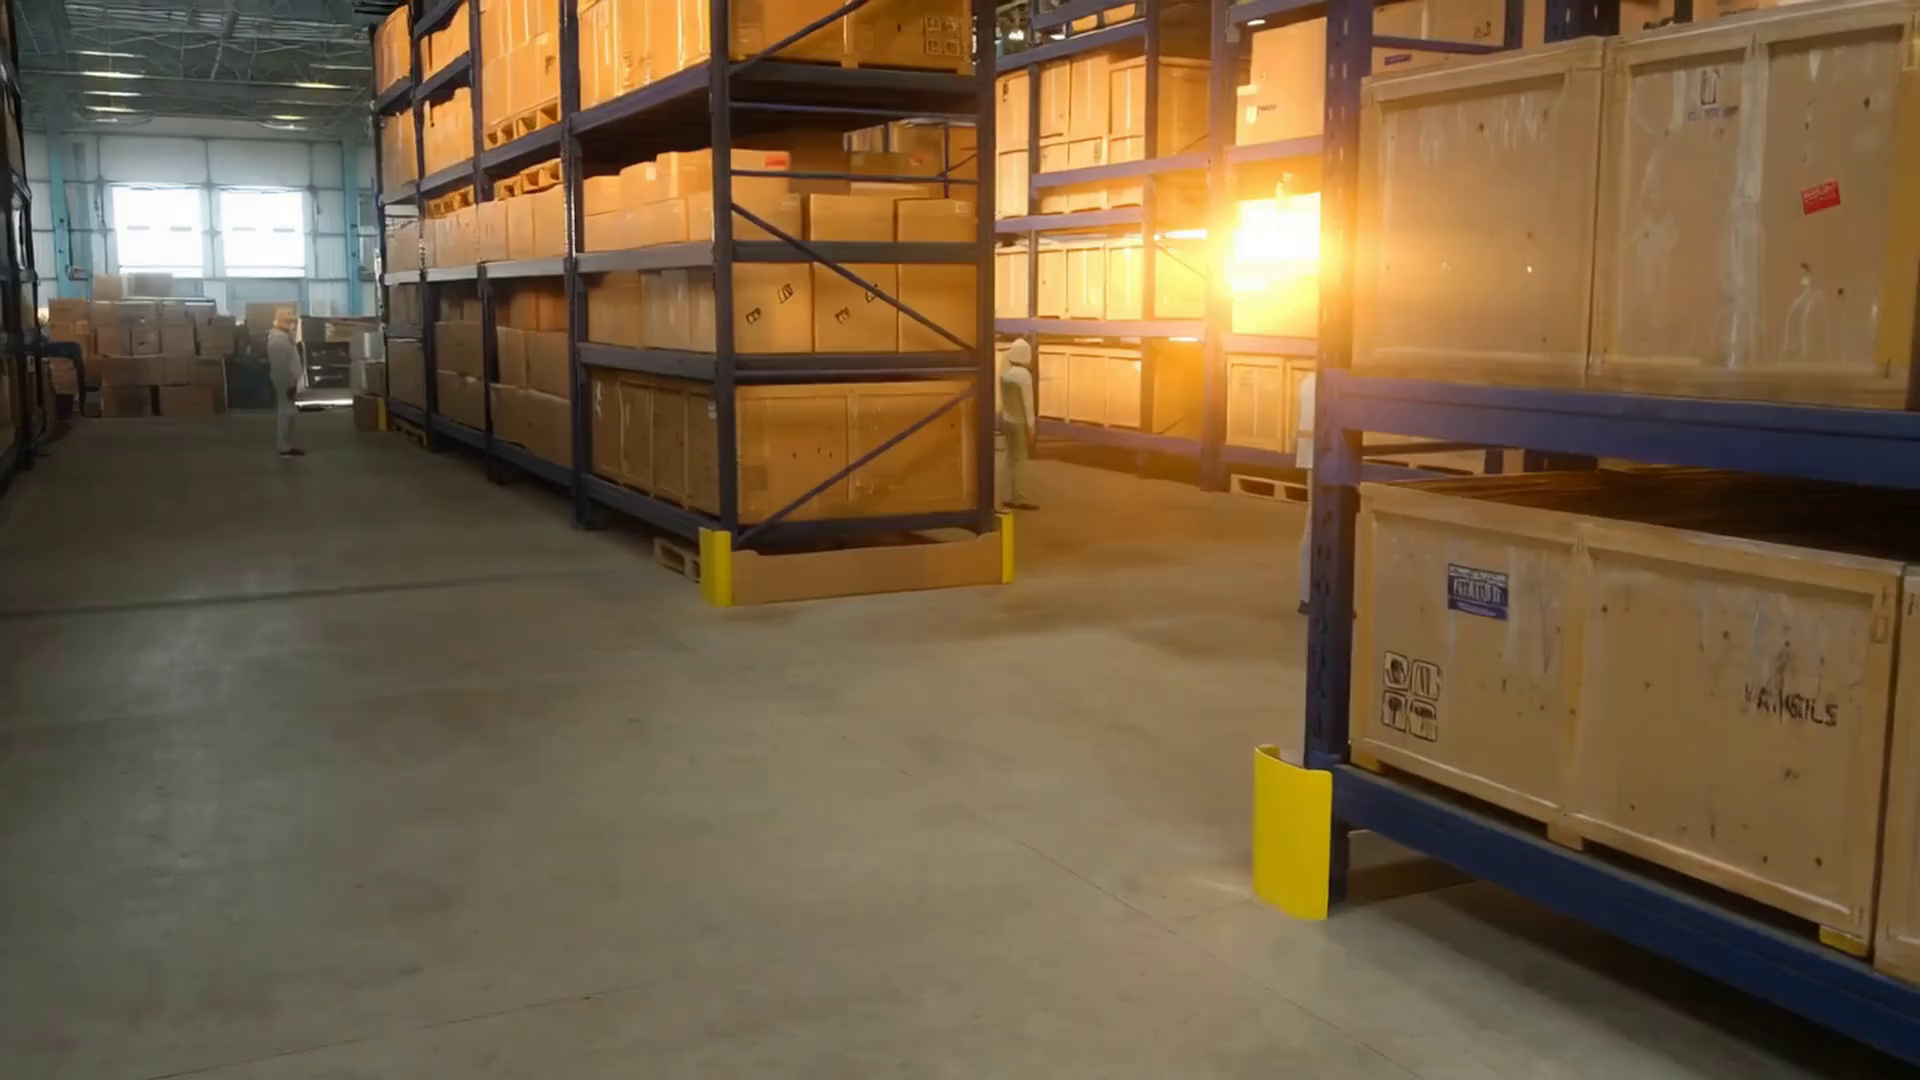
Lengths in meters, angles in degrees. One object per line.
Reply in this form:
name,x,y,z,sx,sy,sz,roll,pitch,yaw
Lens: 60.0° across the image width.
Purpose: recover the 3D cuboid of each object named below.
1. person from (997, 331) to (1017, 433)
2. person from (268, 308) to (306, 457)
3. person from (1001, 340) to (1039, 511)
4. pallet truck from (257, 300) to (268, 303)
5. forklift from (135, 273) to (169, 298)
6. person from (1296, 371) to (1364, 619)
person,0.717,-2.343,24.501,0.310,1.638,0.522,-4,9,-26
person,-8.629,-2.017,21.343,0.403,1.906,0.651,-4,9,-26
person,0.560,-1.090,15.879,0.266,1.631,0.507,-4,9,-26
pallet truck,-23.913,-7.404,58.171,1.885,1.965,0.823,-1,8,-9
forklift,-25.618,-7.083,52.928,1.873,2.768,1.129,6,10,36
person,2.342,-0.420,10.533,0.372,1.843,0.570,-4,9,-26
